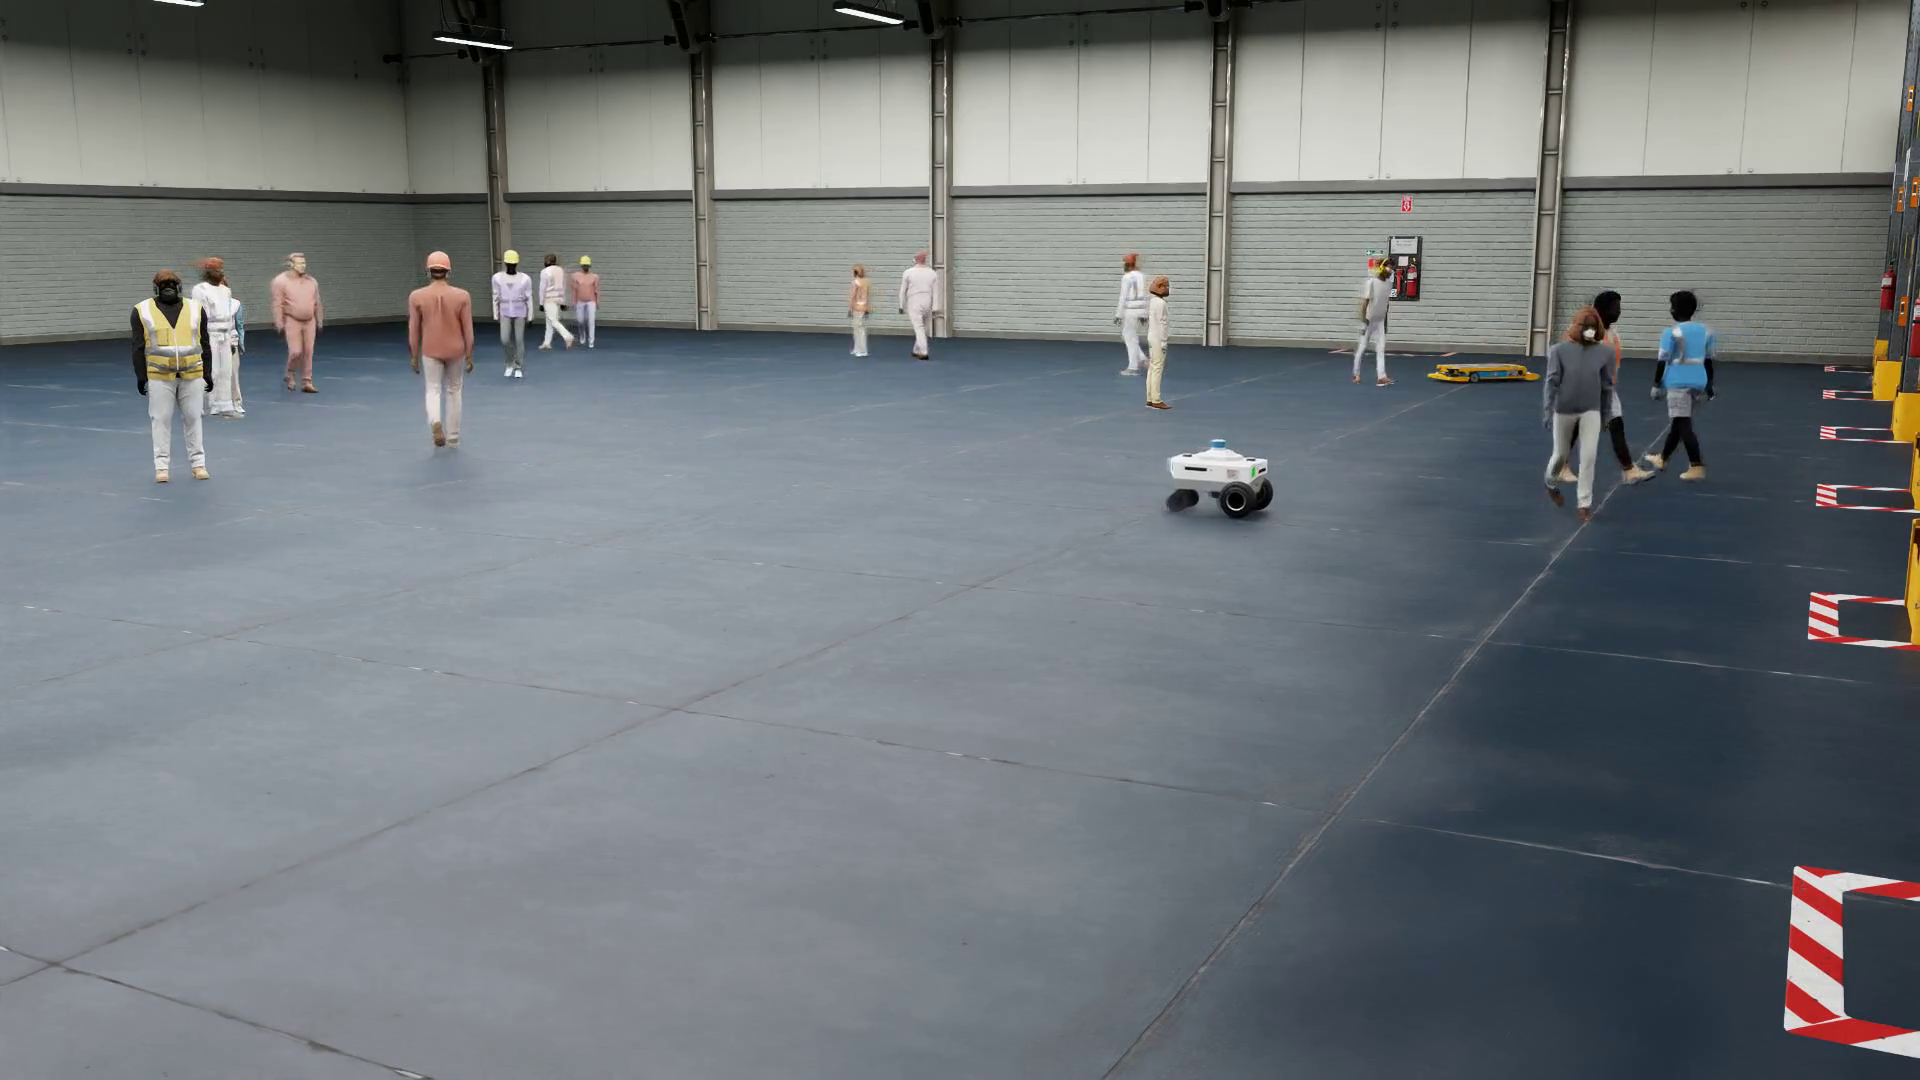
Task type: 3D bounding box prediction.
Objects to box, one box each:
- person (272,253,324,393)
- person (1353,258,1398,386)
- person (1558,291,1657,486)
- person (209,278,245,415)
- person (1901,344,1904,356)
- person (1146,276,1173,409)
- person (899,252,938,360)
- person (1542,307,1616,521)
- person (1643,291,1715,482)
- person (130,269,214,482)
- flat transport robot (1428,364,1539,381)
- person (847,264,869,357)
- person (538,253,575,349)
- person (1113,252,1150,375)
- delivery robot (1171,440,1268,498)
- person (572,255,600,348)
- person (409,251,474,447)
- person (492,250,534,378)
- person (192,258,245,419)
[{"bbox_3d":[-8.899,-2.920,22.443,0.417,1.893,0.671,8,13,38],"label":"person"},{"bbox_3d":[5.902,-3.098,23.687,0.613,1.807,0.949,-5,11,-24],"label":"person"},{"bbox_3d":[5.481,-1.270,14.104,0.542,1.655,0.868,-9,13,-39],"label":"person"},{"bbox_3d":[-8.818,-2.323,19.880,0.516,1.645,0.308,-7,13,-35],"label":"person"},{"bbox_3d":[13.211,-2.992,22.924,0.994,1.874,0.621,6,12,29],"label":"person"},{"bbox_3d":[2.459,-2.430,20.494,0.279,1.633,0.500,-1,10,-8],"label":"person"},{"bbox_3d":[-0.694,-4.048,28.751,0.632,1.854,1.032,-5,12,-25],"label":"person"},{"bbox_3d":[4.704,-0.982,12.720,0.518,1.603,0.729,2,11,12],"label":"person"},{"bbox_3d":[6.319,-1.360,14.613,0.545,1.637,0.881,-4,11,-21],"label":"person"},{"bbox_3d":[-6.823,-1.425,14.452,0.637,1.840,0.429,-7,12,-33],"label":"person"},{"bbox_3d":[7.678,-2.462,24.388,1.431,0.197,0.652,-2,11,-12],"label":"flat transport robot"},{"bbox_3d":[-1.850,-4.034,29.241,0.560,1.620,0.540,5,11,24],"label":"person"},{"bbox_3d":[-7.558,-4.446,31.062,0.851,1.812,0.637,5,11,24],"label":"person"},{"bbox_3d":[2.586,-3.432,25.330,0.429,1.870,0.571,5,12,27],"label":"person"},{"bbox_3d":[1.991,-0.530,12.820,0.707,0.478,0.477,6,12,28],"label":"delivery robot"},{"bbox_3d":[-7.105,-4.535,31.629,0.536,1.752,0.560,-2,11,-11],"label":"person"},{"bbox_3d":[-5.134,-1.867,16.504,0.621,1.974,0.741,-3,11,-16],"label":"person"},{"bbox_3d":[-6.680,-3.372,24.877,0.603,1.903,0.527,-2,11,-8],"label":"person"},{"bbox_3d":[-8.690,-2.324,19.264,0.616,1.872,0.589,3,11,14],"label":"person"}]
